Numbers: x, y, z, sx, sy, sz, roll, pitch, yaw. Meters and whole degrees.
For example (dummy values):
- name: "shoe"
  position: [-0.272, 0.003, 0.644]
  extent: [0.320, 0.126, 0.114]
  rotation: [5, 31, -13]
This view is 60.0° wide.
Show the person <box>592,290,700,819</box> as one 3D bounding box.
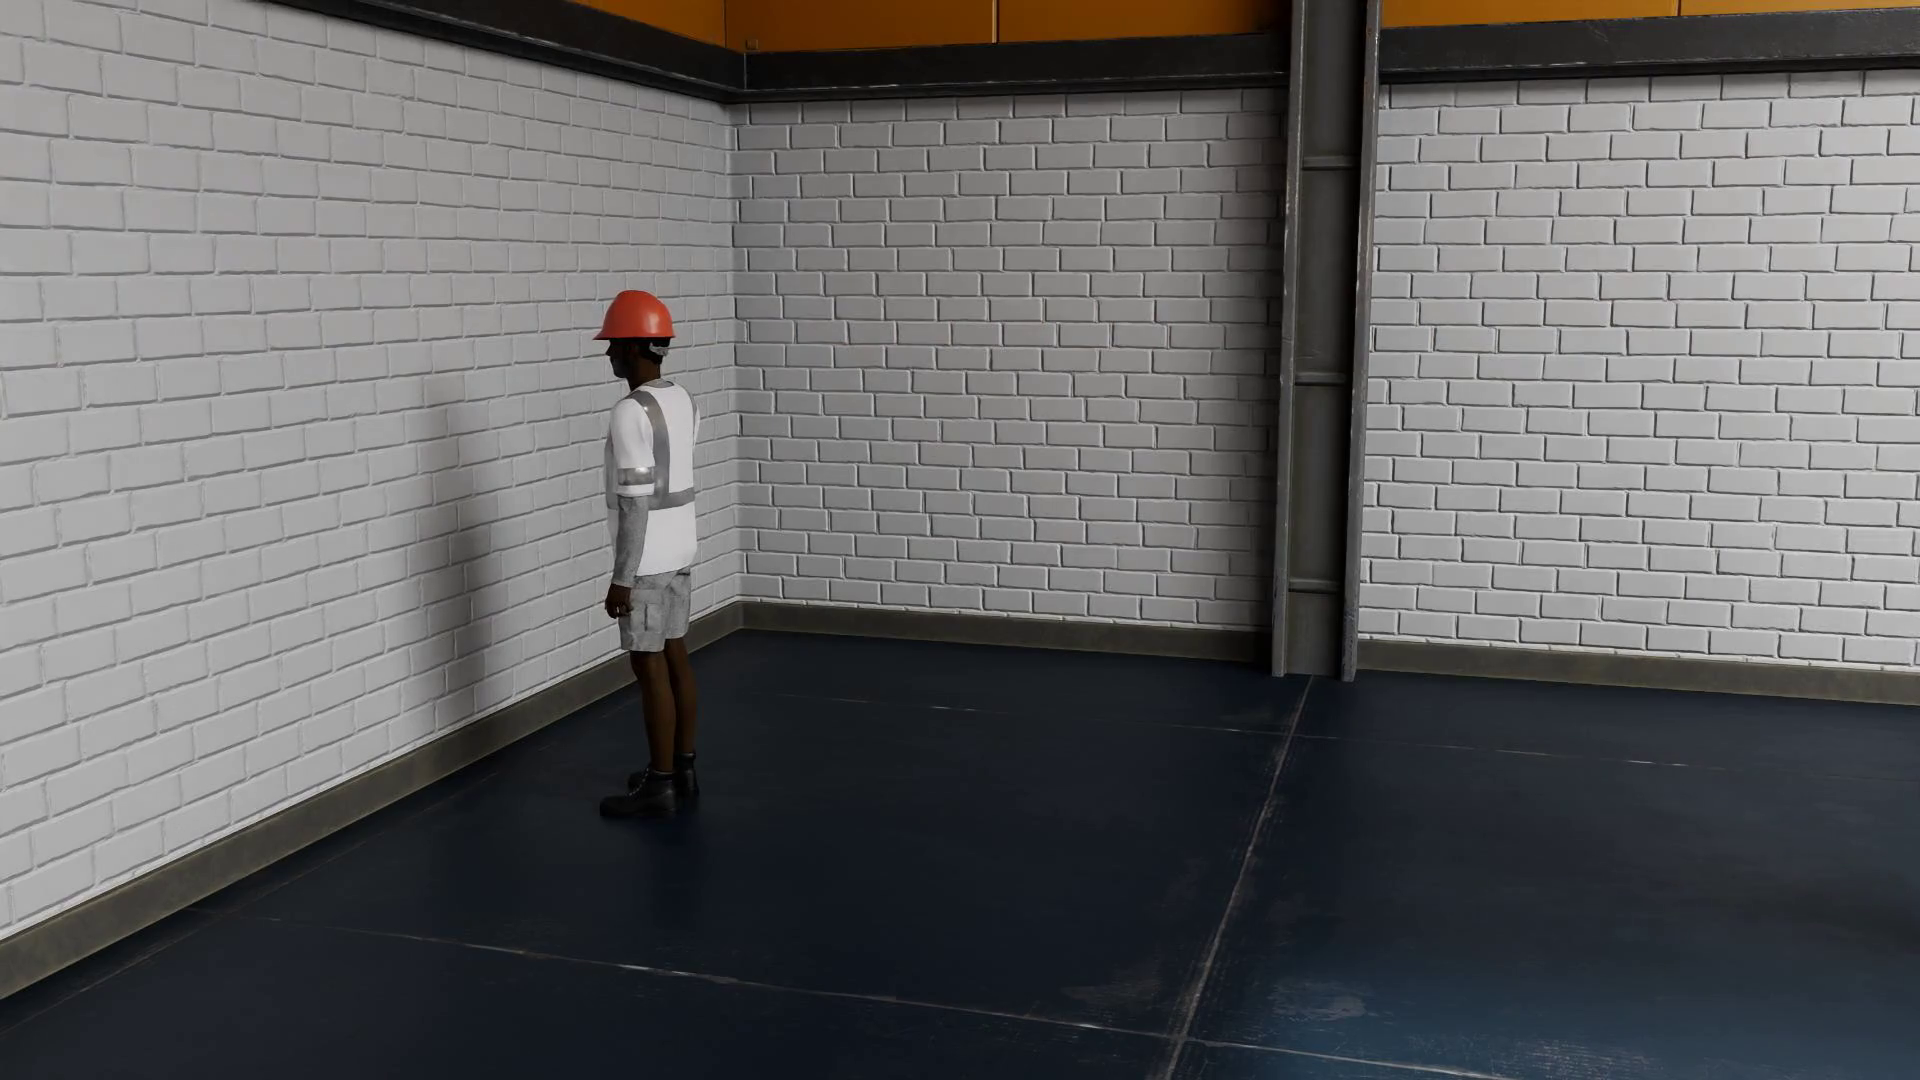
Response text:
- name: "person"
  position: [-1.157, 0.059, 6.131]
  extent: [0.354, 1.939, 0.544]
  rotation: [2, 9, 11]
